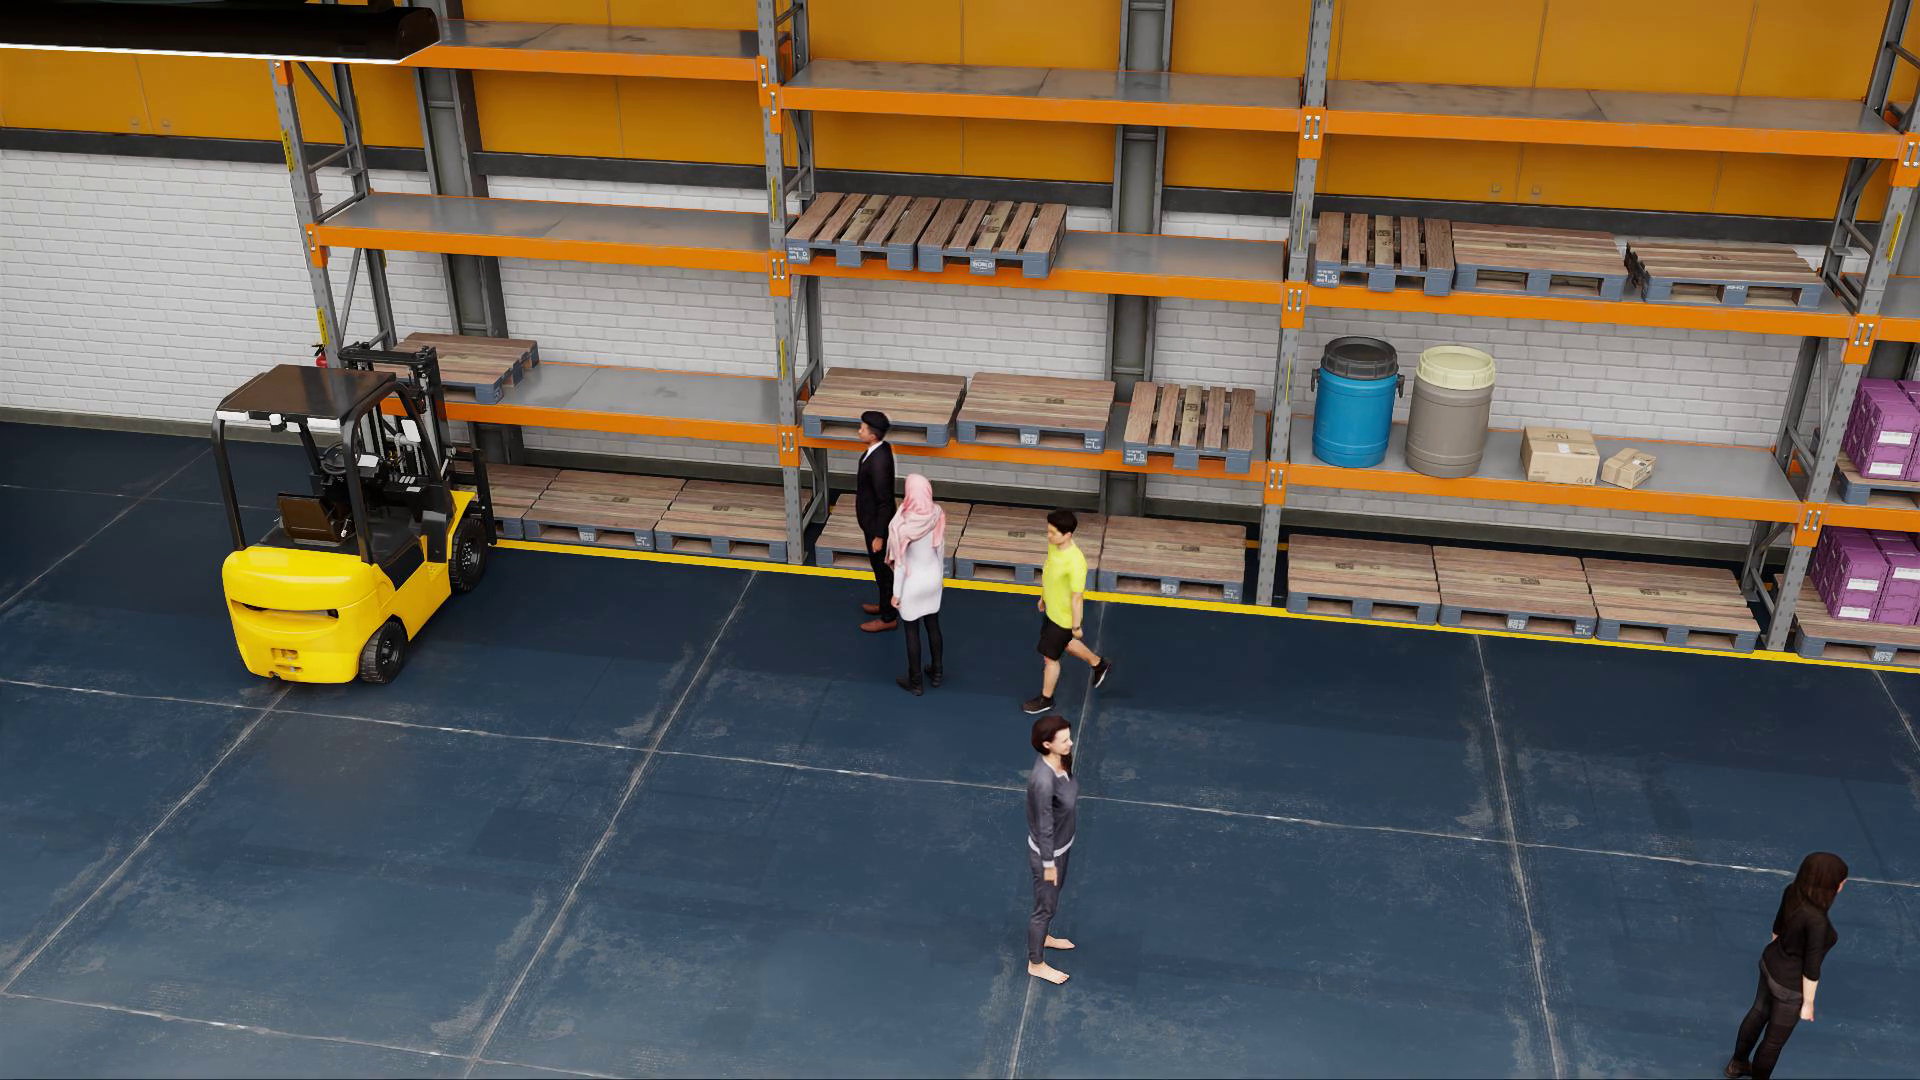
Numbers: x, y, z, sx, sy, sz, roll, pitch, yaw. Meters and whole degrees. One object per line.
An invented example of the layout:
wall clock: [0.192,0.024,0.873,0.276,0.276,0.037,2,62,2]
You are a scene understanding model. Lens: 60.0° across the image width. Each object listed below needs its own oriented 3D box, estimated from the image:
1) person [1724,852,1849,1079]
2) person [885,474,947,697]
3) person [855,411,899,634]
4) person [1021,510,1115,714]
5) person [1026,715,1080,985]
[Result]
person: [4.373,2.313,8.810,0.550,1.642,0.610,0,29,0]
person: [-0.299,0.327,12.283,0.723,1.803,0.788,-17,33,-29]
person: [-0.629,-0.156,13.085,0.623,1.882,0.745,-1,29,-2]
person: [0.820,0.490,12.107,1.098,1.685,0.916,-7,29,-12]
person: [0.523,1.766,9.681,0.501,1.768,0.607,5,29,9]
